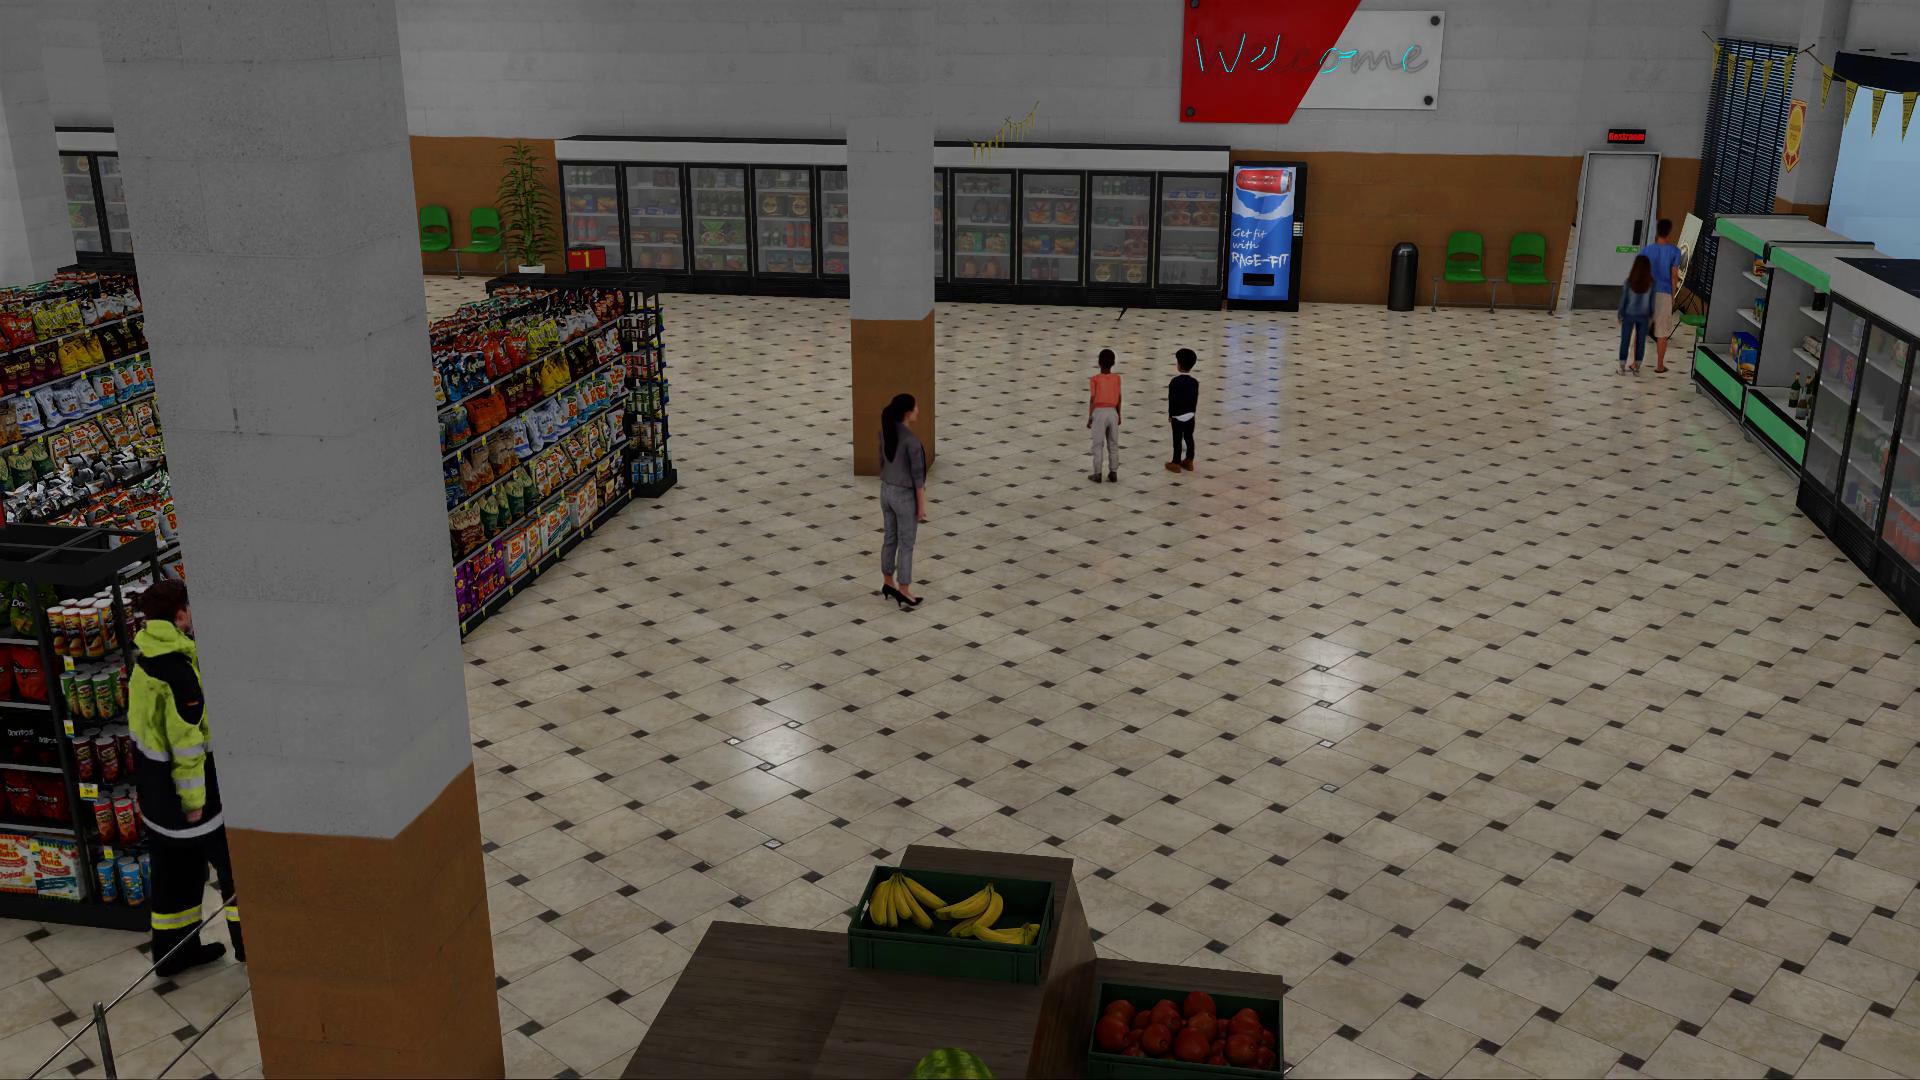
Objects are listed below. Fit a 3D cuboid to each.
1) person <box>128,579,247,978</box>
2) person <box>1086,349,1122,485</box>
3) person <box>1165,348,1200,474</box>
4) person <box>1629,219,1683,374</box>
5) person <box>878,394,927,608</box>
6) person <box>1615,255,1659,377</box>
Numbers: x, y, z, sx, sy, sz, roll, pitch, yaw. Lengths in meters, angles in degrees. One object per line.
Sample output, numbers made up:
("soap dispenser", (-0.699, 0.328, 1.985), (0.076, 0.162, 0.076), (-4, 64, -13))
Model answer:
("person", (-3.806, 1.182, 7.949), (1.079, 1.943, 1.011), (-15, 24, -38))
("person", (1.392, -1.191, 15.977), (0.556, 1.310, 0.563), (-4, 19, -12))
("person", (2.204, -1.277, 16.371), (0.576, 1.222, 0.625), (-11, 21, -29))
("person", (8.583, -3.008, 20.501), (0.715, 1.864, 0.669), (9, 21, 25))
("person", (-0.466, -0.304, 12.774), (0.756, 1.675, 0.718), (-17, 25, -40))
("person", (8.266, -2.740, 20.310), (0.579, 1.478, 0.519), (4, 19, 13))
